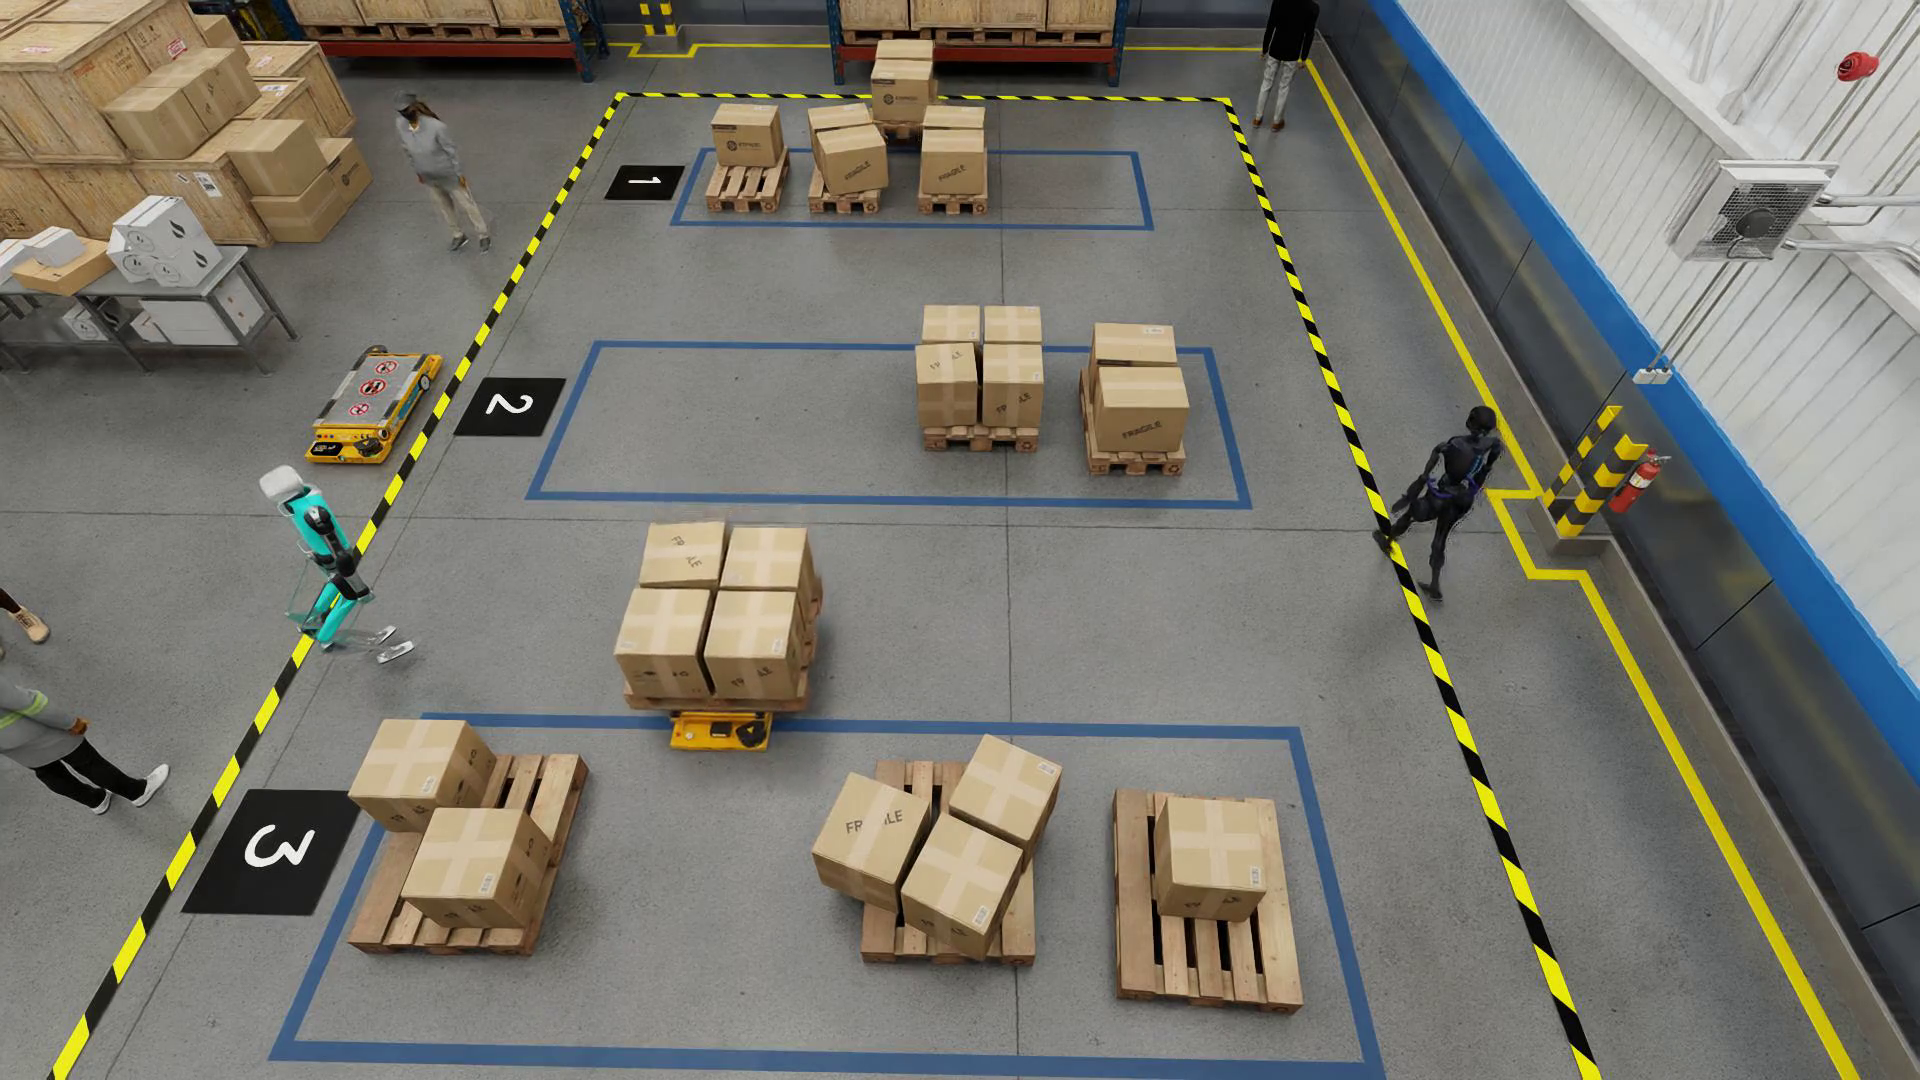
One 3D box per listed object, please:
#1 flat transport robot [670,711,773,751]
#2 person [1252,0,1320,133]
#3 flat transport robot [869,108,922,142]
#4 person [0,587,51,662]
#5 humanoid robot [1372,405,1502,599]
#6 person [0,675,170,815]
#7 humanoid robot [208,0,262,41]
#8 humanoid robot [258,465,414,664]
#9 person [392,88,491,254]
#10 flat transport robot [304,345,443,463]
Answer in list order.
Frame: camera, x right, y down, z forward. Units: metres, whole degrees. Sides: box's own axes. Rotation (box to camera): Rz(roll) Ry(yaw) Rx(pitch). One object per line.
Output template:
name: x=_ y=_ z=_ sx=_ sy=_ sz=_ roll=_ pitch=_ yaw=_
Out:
flat transport robot: x=-1.632 y=0.837 z=6.641 sx=0.652 sy=0.197 sz=1.431 roll=1 pitch=50 yaw=1
person: x=4.070 y=-6.106 z=11.477 sx=0.588 sy=1.880 sz=0.383 roll=23 pitch=53 yaw=18
flat transport robot: x=-0.649 y=-5.408 z=11.925 sx=1.431 sy=0.197 sz=0.652 roll=1 pitch=50 yaw=1
person: x=-7.066 y=0.132 z=6.104 sx=0.607 sy=2.035 sz=0.407 roll=-33 pitch=57 yaw=-25
humanoid robot: x=3.553 y=-0.287 z=6.722 sx=0.608 sy=1.634 sz=0.772 roll=-7 pitch=50 yaw=-6
person: x=-5.541 y=1.087 z=5.411 sx=0.588 sy=1.851 sz=0.386 roll=-7 pitch=50 yaw=-6
humanoid robot: x=-9.349 y=-6.424 z=11.903 sx=0.734 sy=1.641 sz=0.601 roll=0 pitch=50 yaw=0
humanoid robot: x=-4.277 y=0.287 z=6.074 sx=0.533 sy=1.677 sz=0.735 roll=35 pitch=58 yaw=26
person: x=-5.468 y=-3.868 z=9.655 sx=0.566 sy=1.769 sz=0.397 roll=7 pitch=50 yaw=6
flat transport robot: x=-5.383 y=-1.269 z=8.441 sx=0.659 sy=0.231 sz=1.431 roll=1 pitch=50 yaw=1
